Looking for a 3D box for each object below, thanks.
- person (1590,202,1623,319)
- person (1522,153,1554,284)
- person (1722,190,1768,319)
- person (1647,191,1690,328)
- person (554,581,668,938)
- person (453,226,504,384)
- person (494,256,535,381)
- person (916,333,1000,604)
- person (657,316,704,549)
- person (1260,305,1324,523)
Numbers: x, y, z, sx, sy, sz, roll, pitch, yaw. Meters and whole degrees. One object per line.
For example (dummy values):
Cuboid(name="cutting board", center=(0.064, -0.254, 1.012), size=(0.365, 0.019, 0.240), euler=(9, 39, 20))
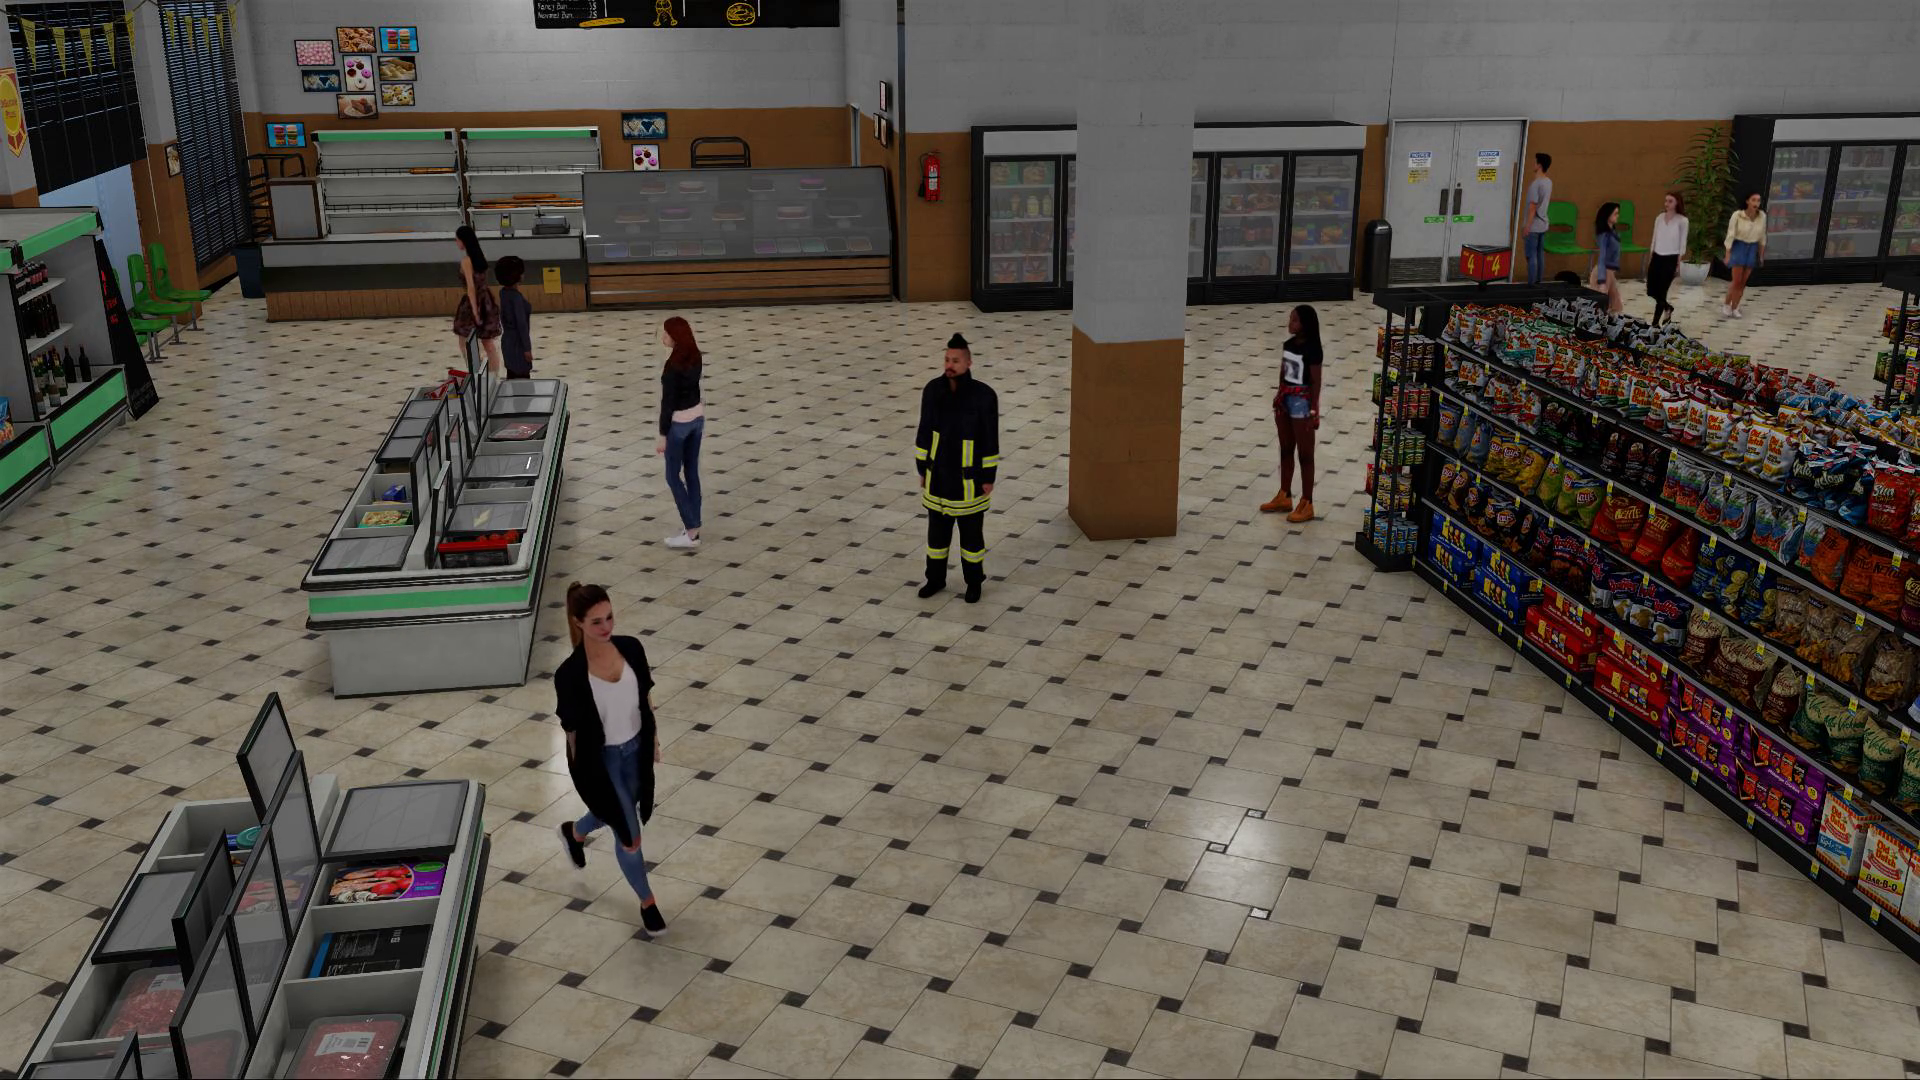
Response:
Cuboid(name="person", center=(7.178, -2.925, 18.808), size=(0.825, 1.760, 0.761), euler=(11, 22, 30))
Cuboid(name="person", center=(7.900, -4.338, 22.801), size=(0.784, 1.887, 0.751), euler=(15, 24, 38))
Cuboid(name="person", center=(9.921, -3.632, 21.126), size=(0.661, 1.618, 0.608), euler=(-1, 19, -2))
Cuboid(name="person", center=(8.500, -3.292, 19.916), size=(0.876, 1.747, 0.902), euler=(-13, 22, -33))
Cuboid(name="person", center=(-1.618, 0.956, 7.463), size=(0.973, 1.654, 1.140), euler=(-17, 25, -41))
Cuboid(name="person", center=(-4.914, -2.316, 17.000), size=(0.848, 1.762, 0.792), euler=(7, 20, 20))
Cuboid(name="person", center=(-4.151, -1.800, 15.550), size=(0.725, 1.710, 0.593), euler=(-13, 23, -34))
Cuboid(name="person", center=(-0.016, -0.501, 11.463), size=(0.870, 1.860, 0.885), euler=(7, 20, 20))
Cuboid(name="person", center=(-2.081, -0.825, 12.558), size=(0.781, 1.774, 0.696), euler=(16, 25, 40))
Cuboid(name="person", center=(2.678, -1.013, 13.187), size=(0.738, 1.728, 0.627), euler=(-9, 21, -25))
